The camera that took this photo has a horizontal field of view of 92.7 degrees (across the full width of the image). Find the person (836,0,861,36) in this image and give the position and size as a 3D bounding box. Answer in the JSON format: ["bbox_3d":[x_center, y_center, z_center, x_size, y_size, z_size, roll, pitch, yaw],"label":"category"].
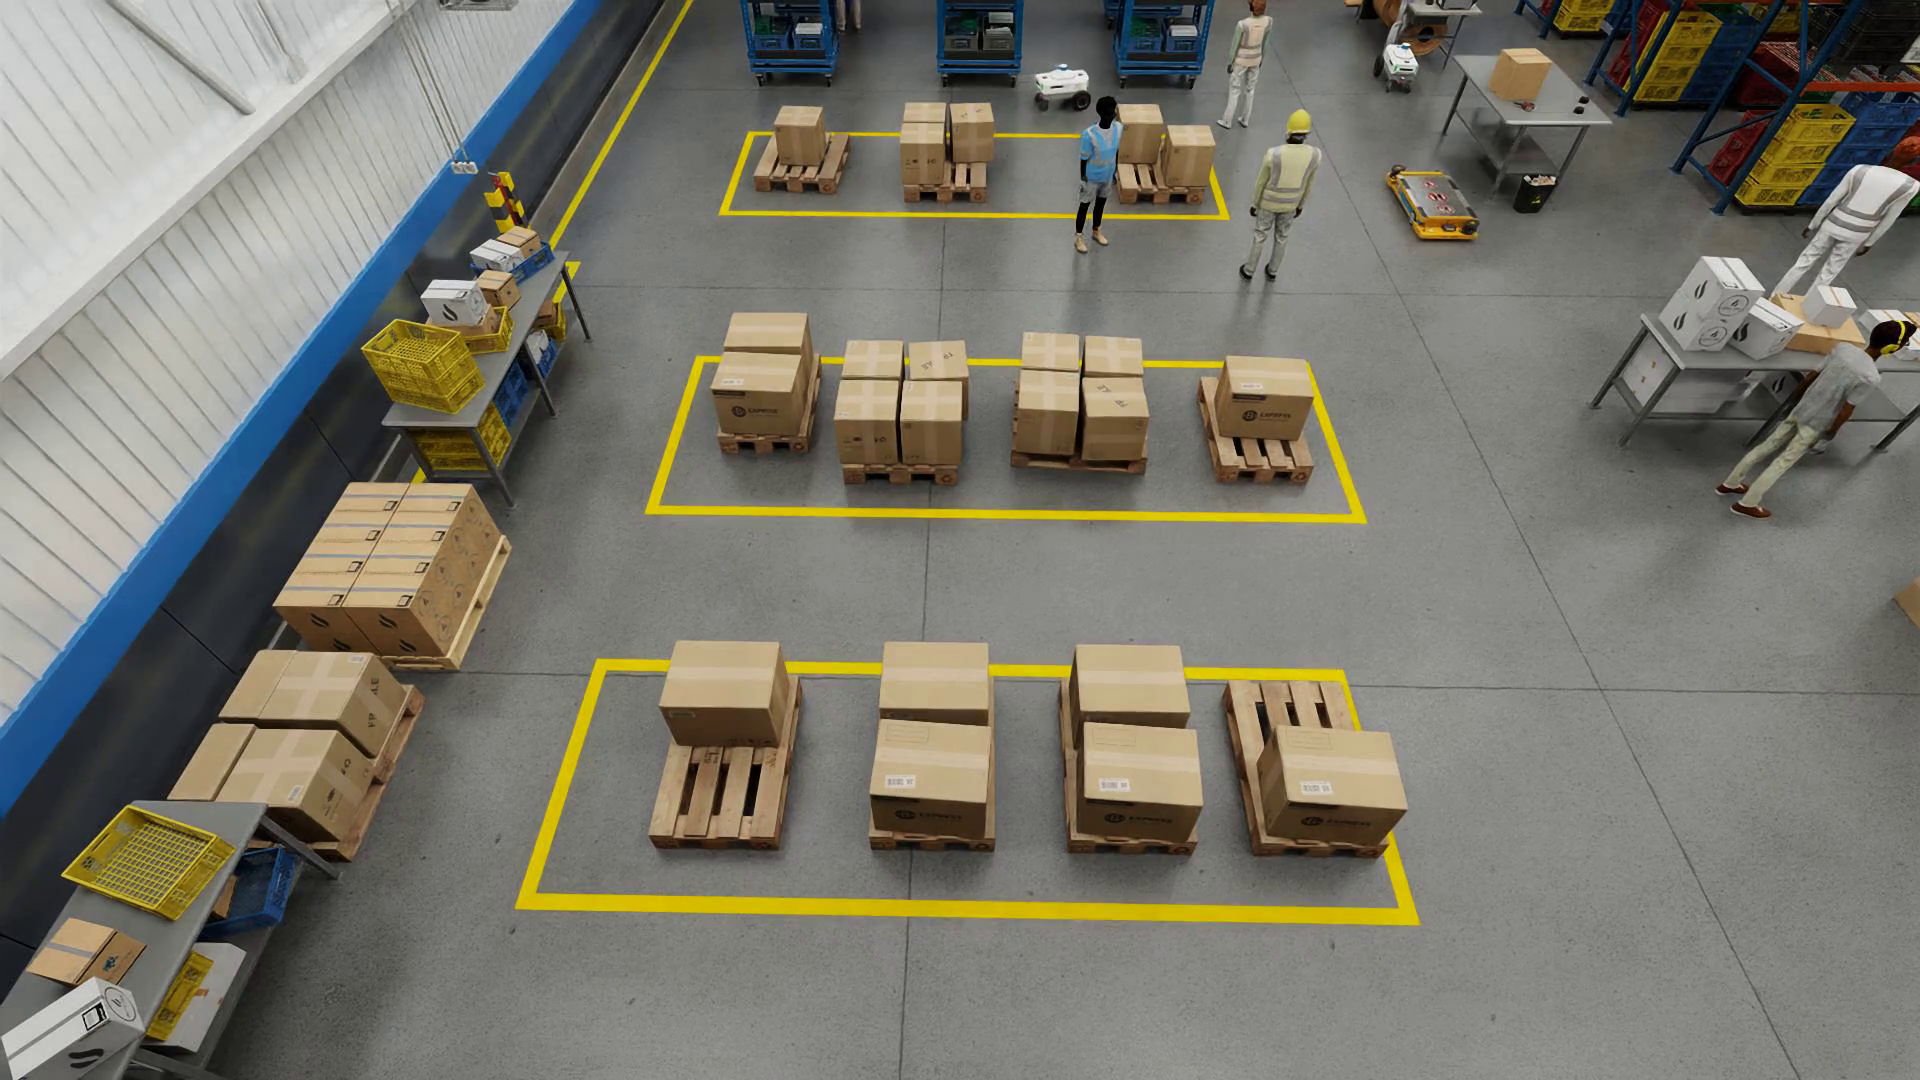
[{"bbox_3d":[-1.763,-8.850,14.056,0.623,1.981,0.412,-18,52,-15],"label":"person"}]

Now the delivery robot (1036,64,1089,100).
[{"bbox_3d":[1.423,-6.372,12.785,0.707,0.478,0.477,-8,50,-7],"label":"delivery robot"}]

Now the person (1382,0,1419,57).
[{"bbox_3d":[6.573,-7.903,13.270,0.371,1.929,0.629,22,53,18],"label":"person"}]

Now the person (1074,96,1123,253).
[{"bbox_3d":[1.514,-3.993,10.032,0.535,1.700,0.318,-24,53,-19],"label":"person"}]

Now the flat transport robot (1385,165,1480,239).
[{"bbox_3d":[5.692,-4.094,11.059,0.652,0.197,1.431,1,49,1],"label":"flat transport robot"}]

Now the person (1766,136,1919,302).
[{"bbox_3d":[8.769,-3.056,9.102,0.358,1.883,0.572,-35,57,-26],"label":"person"}]

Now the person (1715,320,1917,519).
[{"bbox_3d":[6.780,-0.954,7.293,0.327,1.868,0.519,1,49,1],"label":"person"}]

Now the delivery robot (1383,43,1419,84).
[{"bbox_3d":[6.373,-6.919,13.258,0.477,0.478,0.707,4,49,4],"label":"delivery robot"}]

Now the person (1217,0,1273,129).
[{"bbox_3d":[3.761,-6.275,12.054,0.516,1.633,0.317,-10,50,-9],"label":"person"}]

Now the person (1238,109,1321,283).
[{"bbox_3d":[3.325,-3.542,9.564,0.585,1.823,0.403,0,49,0],"label":"person"}]
